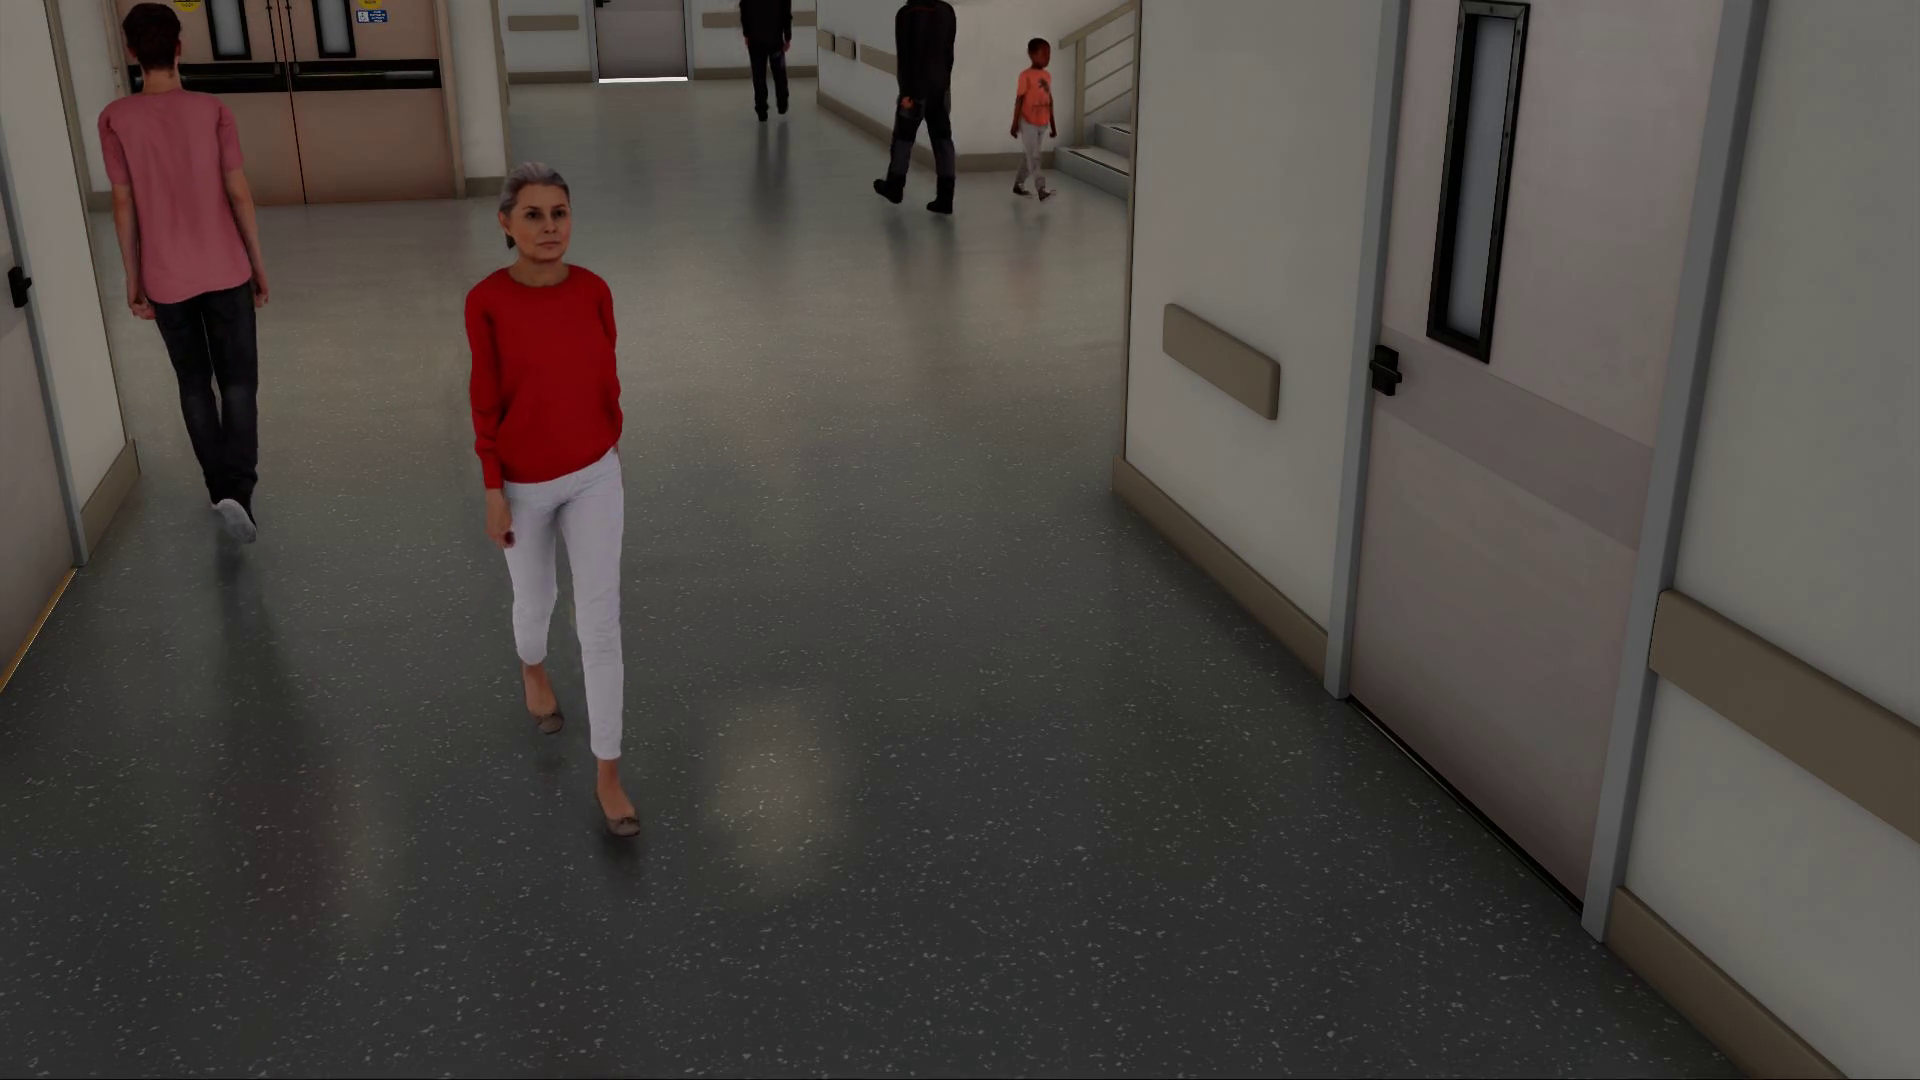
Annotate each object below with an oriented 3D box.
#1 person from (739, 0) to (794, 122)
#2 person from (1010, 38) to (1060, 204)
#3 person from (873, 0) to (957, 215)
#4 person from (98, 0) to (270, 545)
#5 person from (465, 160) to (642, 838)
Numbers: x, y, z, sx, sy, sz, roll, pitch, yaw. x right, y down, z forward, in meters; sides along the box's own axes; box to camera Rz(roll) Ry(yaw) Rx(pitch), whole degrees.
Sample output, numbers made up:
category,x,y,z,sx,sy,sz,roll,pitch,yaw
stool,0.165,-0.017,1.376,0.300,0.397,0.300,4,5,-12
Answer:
category,x,y,z,sx,sy,sz,roll,pitch,yaw
person,-2.180,-5.605,18.612,1.126,1.816,0.987,-1,21,-1
person,0.553,-3.398,13.546,0.888,1.276,0.786,-15,25,-34
person,-0.214,-3.464,12.826,1.194,1.911,1.037,-14,25,-32
person,-2.813,-0.929,6.107,1.143,1.929,0.752,-7,22,-17
person,-1.104,-0.129,4.391,1.116,1.649,0.773,-10,23,-25
